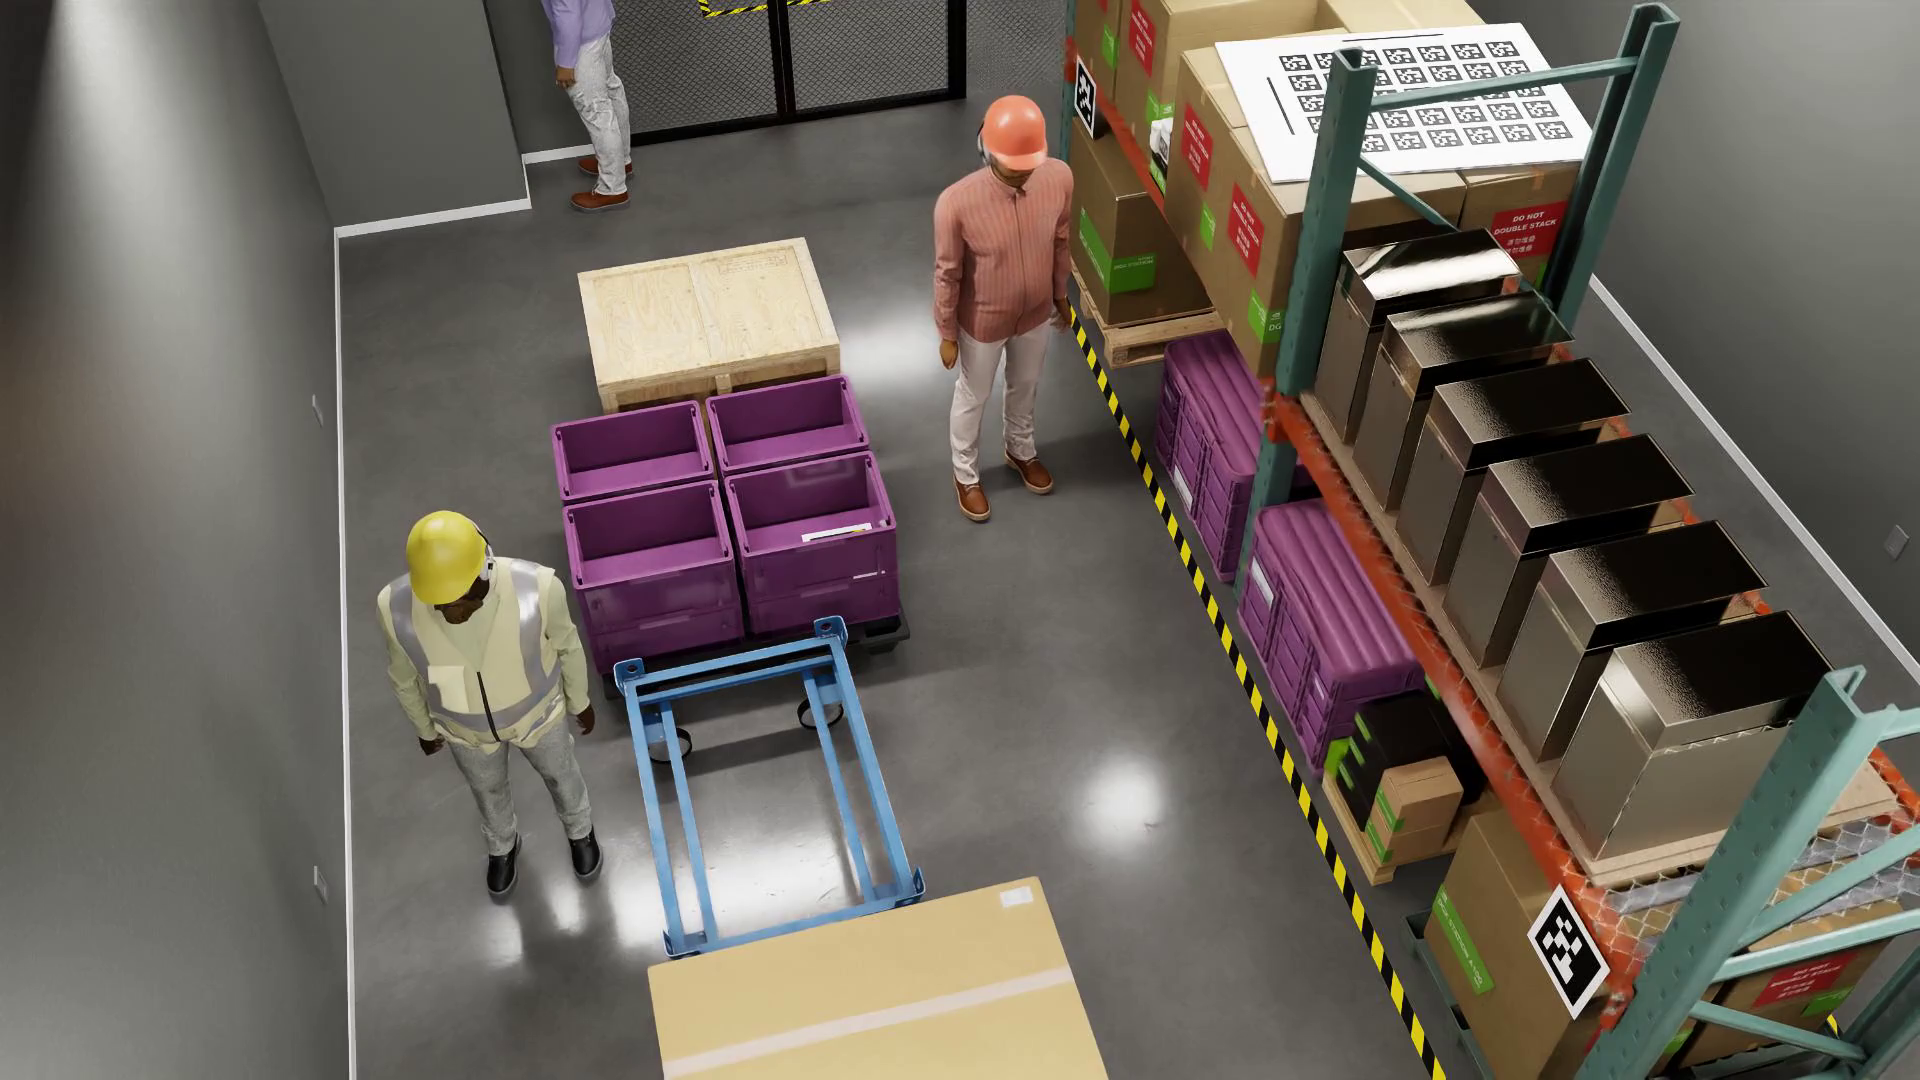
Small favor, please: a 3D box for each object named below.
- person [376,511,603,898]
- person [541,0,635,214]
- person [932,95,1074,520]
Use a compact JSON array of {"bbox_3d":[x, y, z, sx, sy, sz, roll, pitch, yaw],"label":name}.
[{"bbox_3d":[-1.505,0.555,5.448,0.600,1.830,0.403,-9,48,-8],"label":"person"},{"bbox_3d":[-1.885,-2.509,8.193,0.373,1.938,0.627,1,47,1],"label":"person"},{"bbox_3d":[0.187,-0.915,6.690,0.626,1.991,0.389,-22,51,-19],"label":"person"}]
